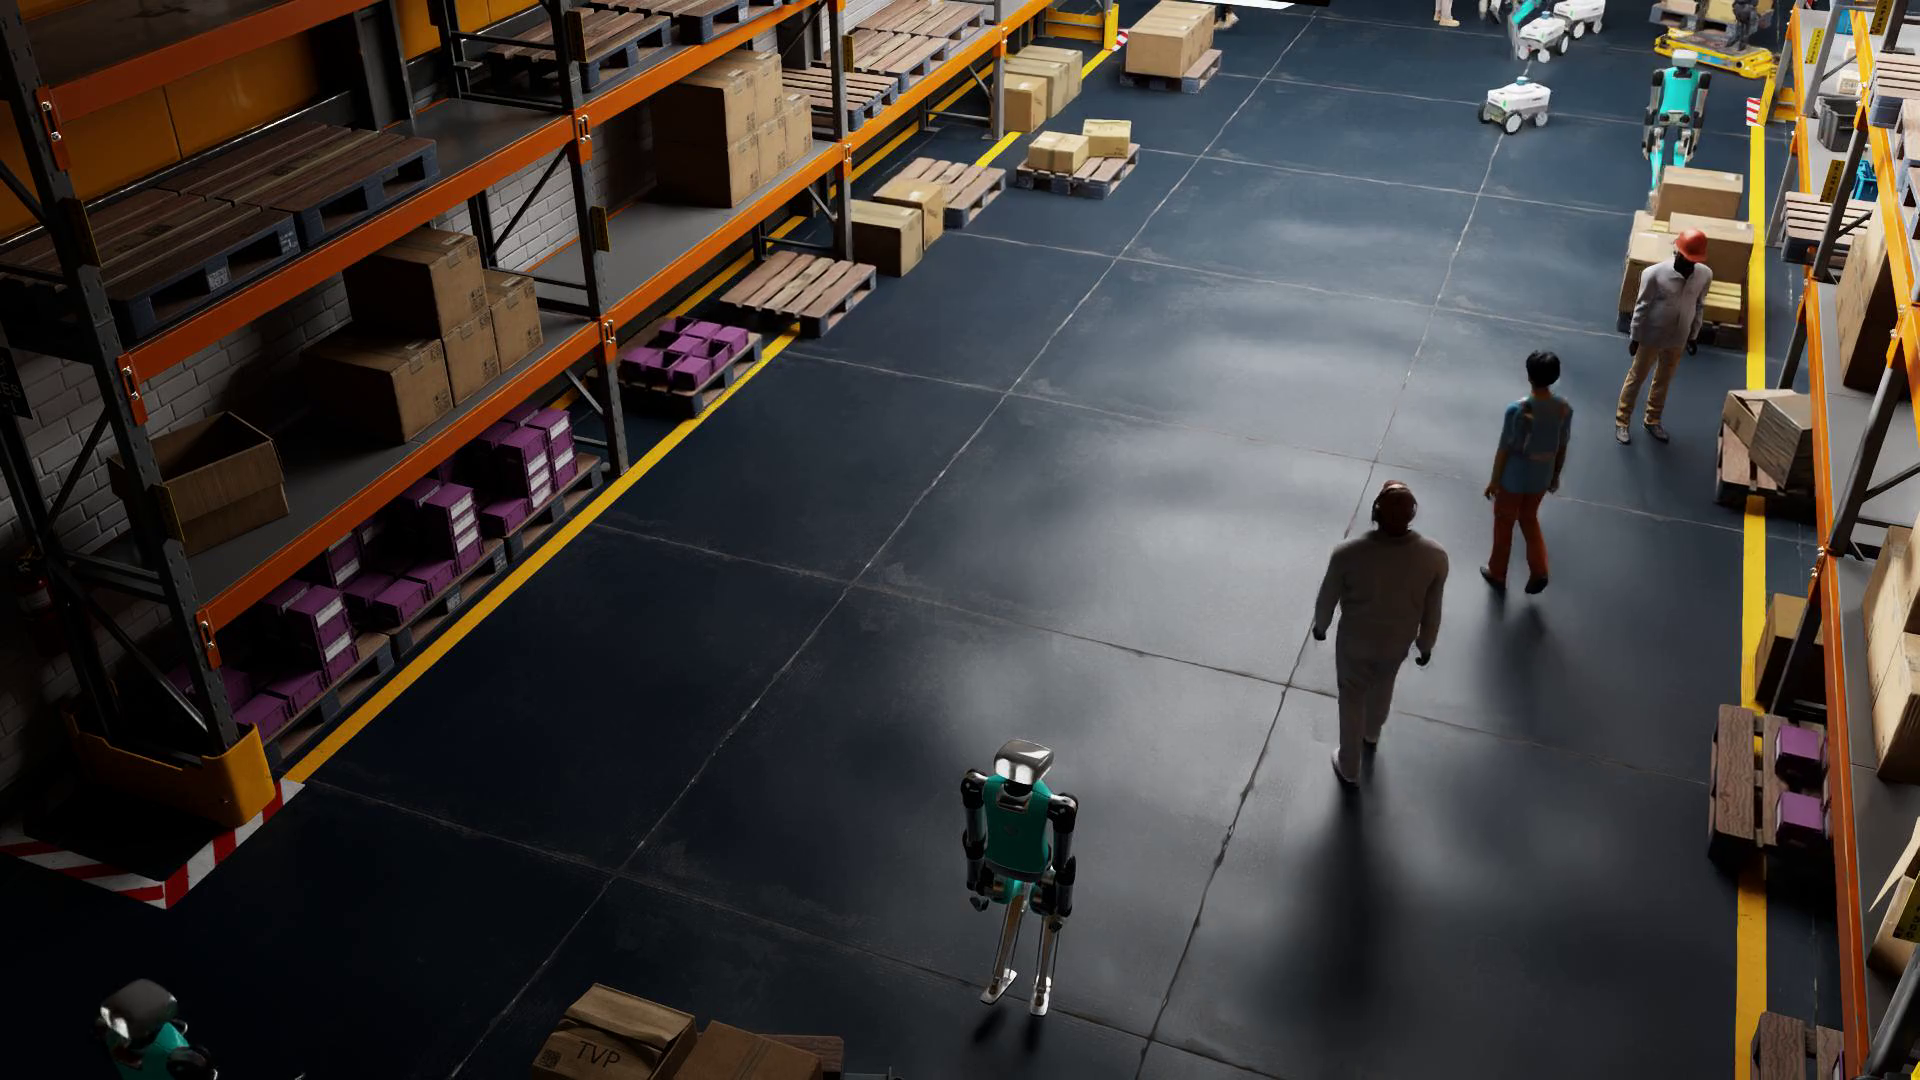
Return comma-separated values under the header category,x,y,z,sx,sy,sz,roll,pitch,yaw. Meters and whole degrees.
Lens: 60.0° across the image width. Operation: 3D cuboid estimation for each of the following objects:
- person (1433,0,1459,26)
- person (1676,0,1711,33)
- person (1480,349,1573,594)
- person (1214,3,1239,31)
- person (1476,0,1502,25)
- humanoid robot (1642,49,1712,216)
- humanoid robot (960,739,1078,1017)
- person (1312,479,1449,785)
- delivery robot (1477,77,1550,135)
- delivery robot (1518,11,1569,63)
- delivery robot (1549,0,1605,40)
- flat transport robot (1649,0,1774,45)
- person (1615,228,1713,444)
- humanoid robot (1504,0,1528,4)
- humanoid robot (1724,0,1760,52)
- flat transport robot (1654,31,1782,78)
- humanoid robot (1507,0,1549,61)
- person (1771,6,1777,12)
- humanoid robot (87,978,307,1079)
category,x,y,z,sx,sy,sz,roll,pitch,yaw
person,6.645,-7.833,22.321,0.306,1.781,0.462,-1,33,-1
person,9.573,-7.160,21.270,0.454,1.810,0.564,-5,33,-8
person,3.704,-0.391,10.830,0.500,1.749,0.506,-7,34,-11
person,3.506,-7.586,22.022,0.373,1.680,0.540,9,34,13
person,7.210,-7.903,22.353,0.580,1.870,0.692,12,35,17
humanoid robot,6.847,-3.758,16.079,0.551,1.808,0.724,11,34,16
humanoid robot,0.341,1.498,7.798,0.533,1.677,0.735,12,35,18
person,2.317,0.467,9.390,0.656,1.880,0.748,0,33,0
delivery robot,6.380,-4.999,19.060,0.791,0.589,0.499,-14,35,-21
delivery robot,7.480,-6.482,21.349,0.514,0.583,0.751,25,40,33
delivery robot,8.223,-7.002,22.174,0.788,0.605,0.499,-20,38,-27
flat transport robot,9.840,-6.699,21.960,1.431,0.231,0.659,-27,41,-35
person,5.359,-1.551,12.627,0.562,1.746,0.333,-3,33,-5
humanoid robot,7.952,-8.324,23.134,0.740,1.807,0.530,-26,41,-34
humanoid robot,9.758,-6.682,20.639,0.457,1.638,0.600,3,33,5
flat transport robot,9.668,-6.187,21.167,0.659,0.231,1.431,-22,39,-30
humanoid robot,7.220,-6.929,21.016,0.746,1.827,0.552,21,38,29
person,11.177,-7.990,22.591,0.577,1.747,0.550,-4,33,-6
humanoid robot,-2.890,2.280,6.777,0.536,1.783,1.035,13,35,20
